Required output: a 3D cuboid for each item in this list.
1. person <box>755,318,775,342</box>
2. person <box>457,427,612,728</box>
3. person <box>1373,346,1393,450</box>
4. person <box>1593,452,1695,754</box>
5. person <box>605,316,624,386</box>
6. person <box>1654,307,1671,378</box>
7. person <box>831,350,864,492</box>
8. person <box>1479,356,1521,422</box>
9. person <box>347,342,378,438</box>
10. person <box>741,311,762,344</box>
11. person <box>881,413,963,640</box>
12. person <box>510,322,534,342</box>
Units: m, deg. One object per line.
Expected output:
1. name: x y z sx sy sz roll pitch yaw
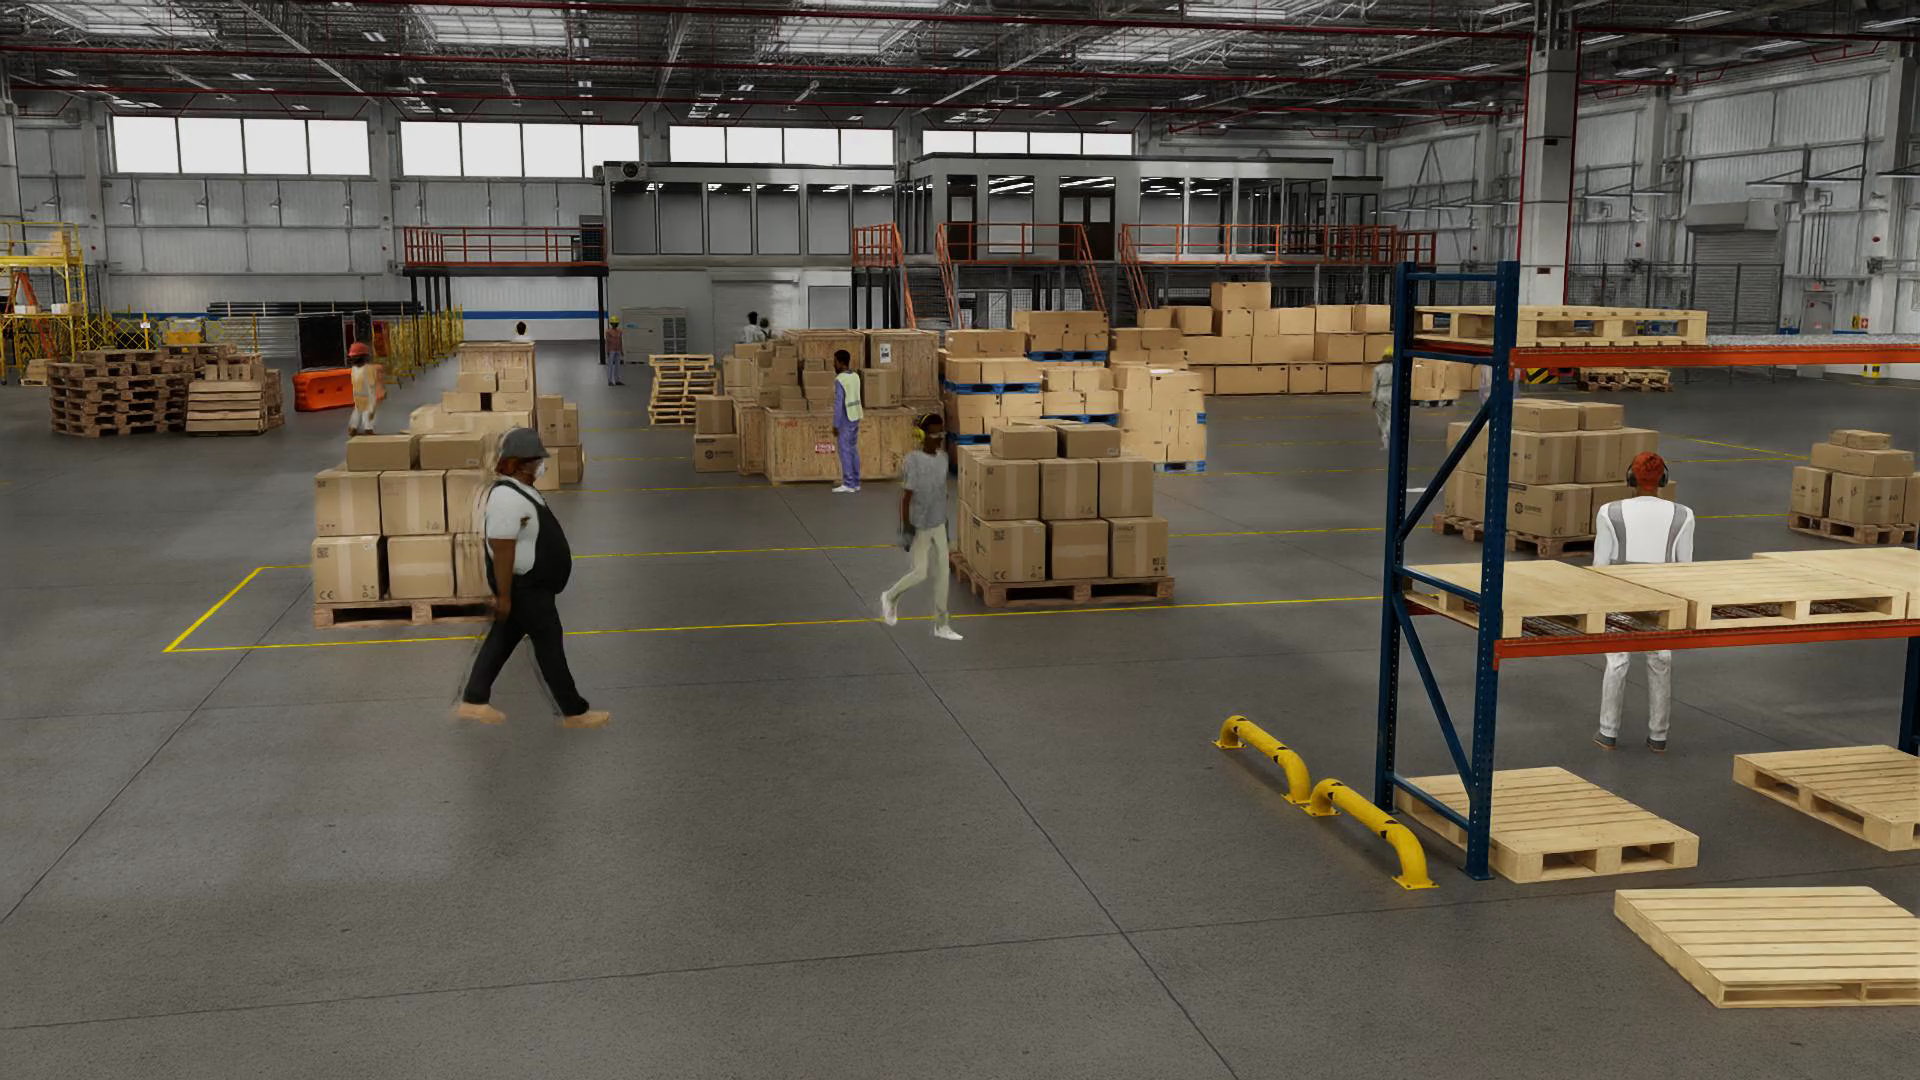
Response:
1. person: -4.695 -4.384 39.637 0.517 1.795 0.961 -8 12 -39
2. person: -2.852 0.223 10.817 1.008 2.000 0.692 -1 9 -8
3. person: 6.988 -2.315 27.256 0.492 1.729 0.577 5 10 26
4. person: 4.216 0.390 10.317 0.574 1.876 0.356 3 10 15
5. person: -8.776 -4.802 42.287 0.311 1.769 0.522 7 12 37
6. person: 19.044 -5.370 45.258 0.669 1.924 0.616 5 11 30
7. person: -1.502 -1.589 22.288 0.395 1.911 0.588 4 10 22
8. person: 8.364 -2.121 25.763 0.629 1.831 0.610 8 12 40
9. person: -8.729 -1.932 24.334 0.553 1.922 0.419 6 11 32
10. person: -5.097 -4.622 40.642 0.612 1.942 0.776 6 11 34
11. person: -0.300 -0.120 13.518 0.725 1.851 0.517 9 13 43
12. person: -9.182 -3.648 34.931 0.526 1.871 0.324 -4 10 -24
